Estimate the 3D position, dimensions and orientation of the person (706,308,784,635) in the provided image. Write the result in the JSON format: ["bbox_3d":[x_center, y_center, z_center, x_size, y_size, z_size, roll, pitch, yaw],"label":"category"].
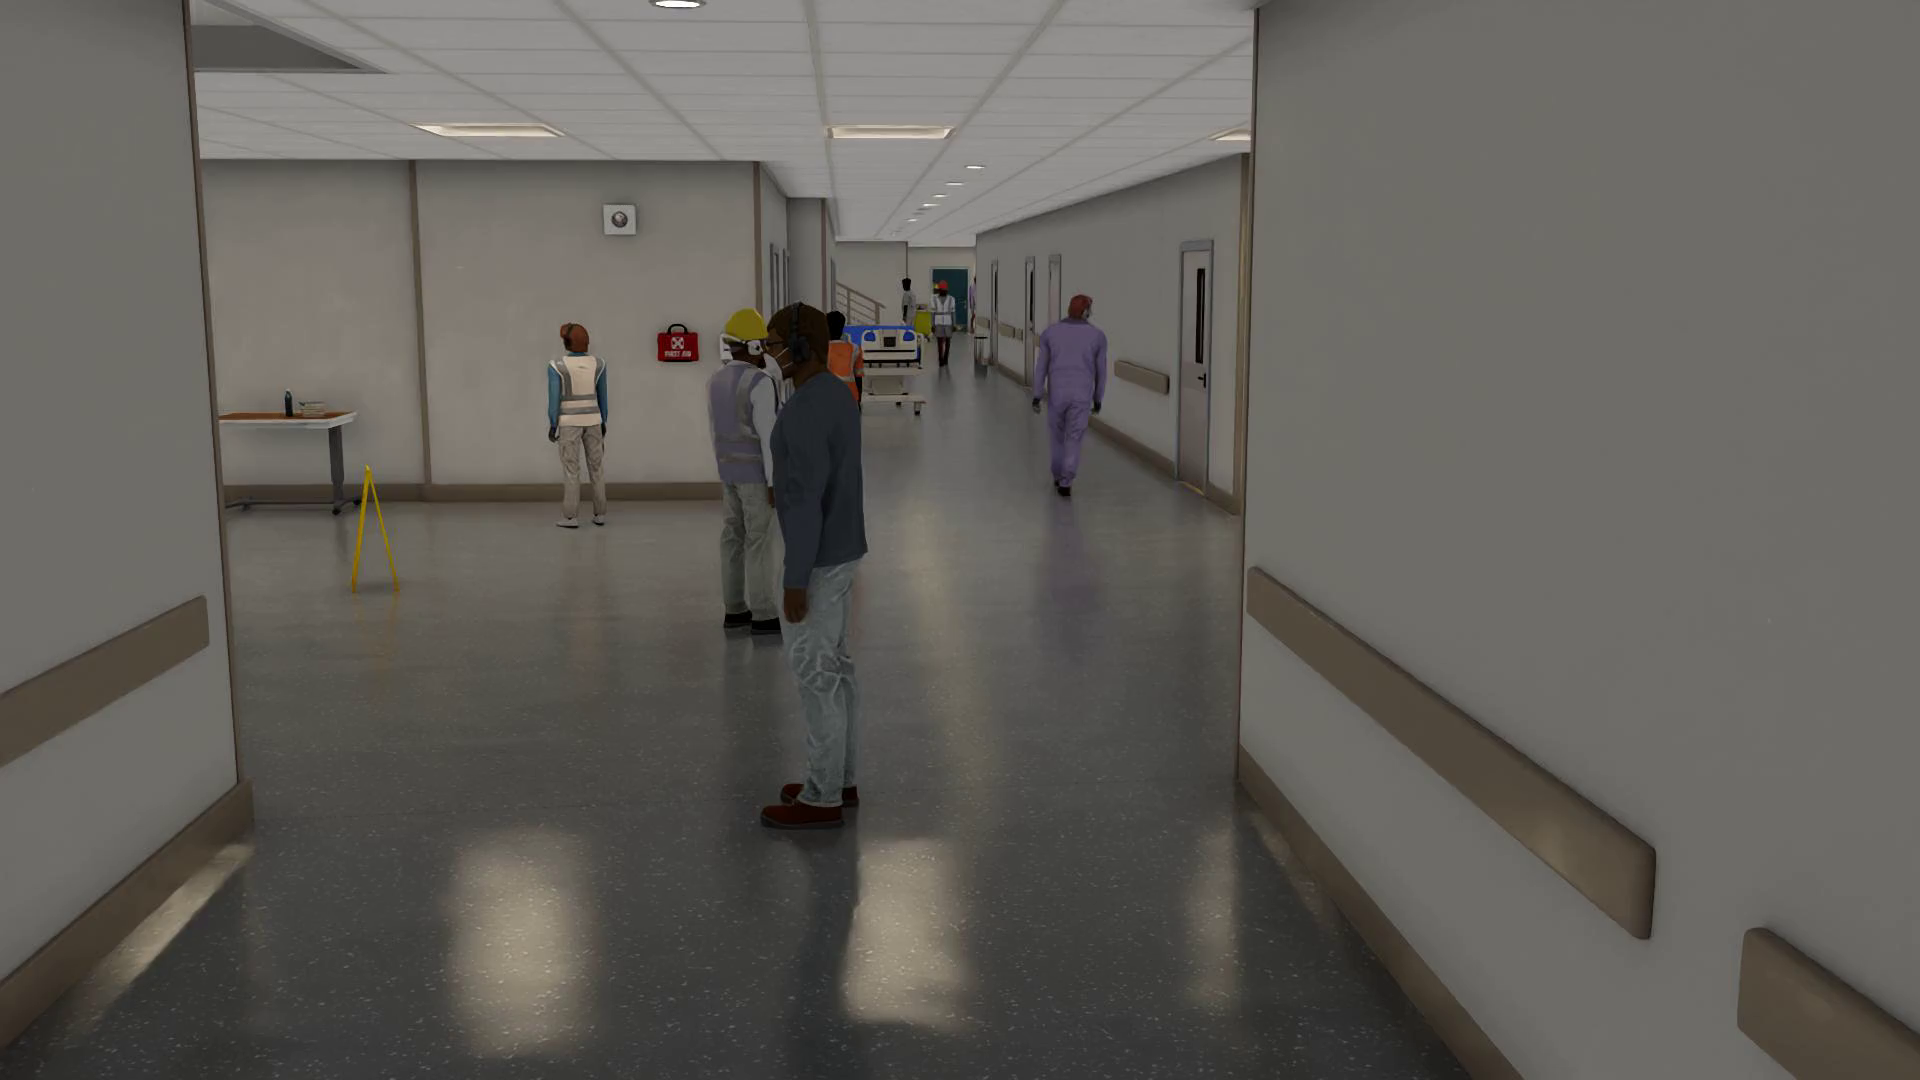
[{"bbox_3d":[-1.175,-0.383,9.402,0.404,1.837,0.587,-8,12,-41],"label":"person"}]

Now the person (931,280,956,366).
[{"bbox_3d":[-0.375,-4.854,37.231,0.568,1.915,0.652,0,9,0],"label":"person"}]

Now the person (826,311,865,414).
[{"bbox_3d":[-1.138,-1.264,15.371,0.540,1.695,0.317,-4,10,-26],"label":"person"}]

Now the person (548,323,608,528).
[{"bbox_3d":[-3.057,-0.915,13.341,0.516,1.645,0.308,-7,12,-38],"label":"person"}]

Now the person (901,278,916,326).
[{"bbox_3d":[-1.349,-5.850,43.374,0.389,1.951,0.620,3,10,19],"label":"person"}]

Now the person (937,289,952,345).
[{"bbox_3d":[-0.484,-6.476,47.884,0.459,1.754,0.540,-7,11,-36],"label":"person"}]

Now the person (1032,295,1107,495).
[{"bbox_3d":[1.035,-1.362,15.558,0.687,1.840,0.983,2,9,11],"label":"person"}]

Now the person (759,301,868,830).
[{"bbox_3d":[-0.537,0.095,6.128,0.384,1.930,0.634,1,9,6],"label":"person"}]
